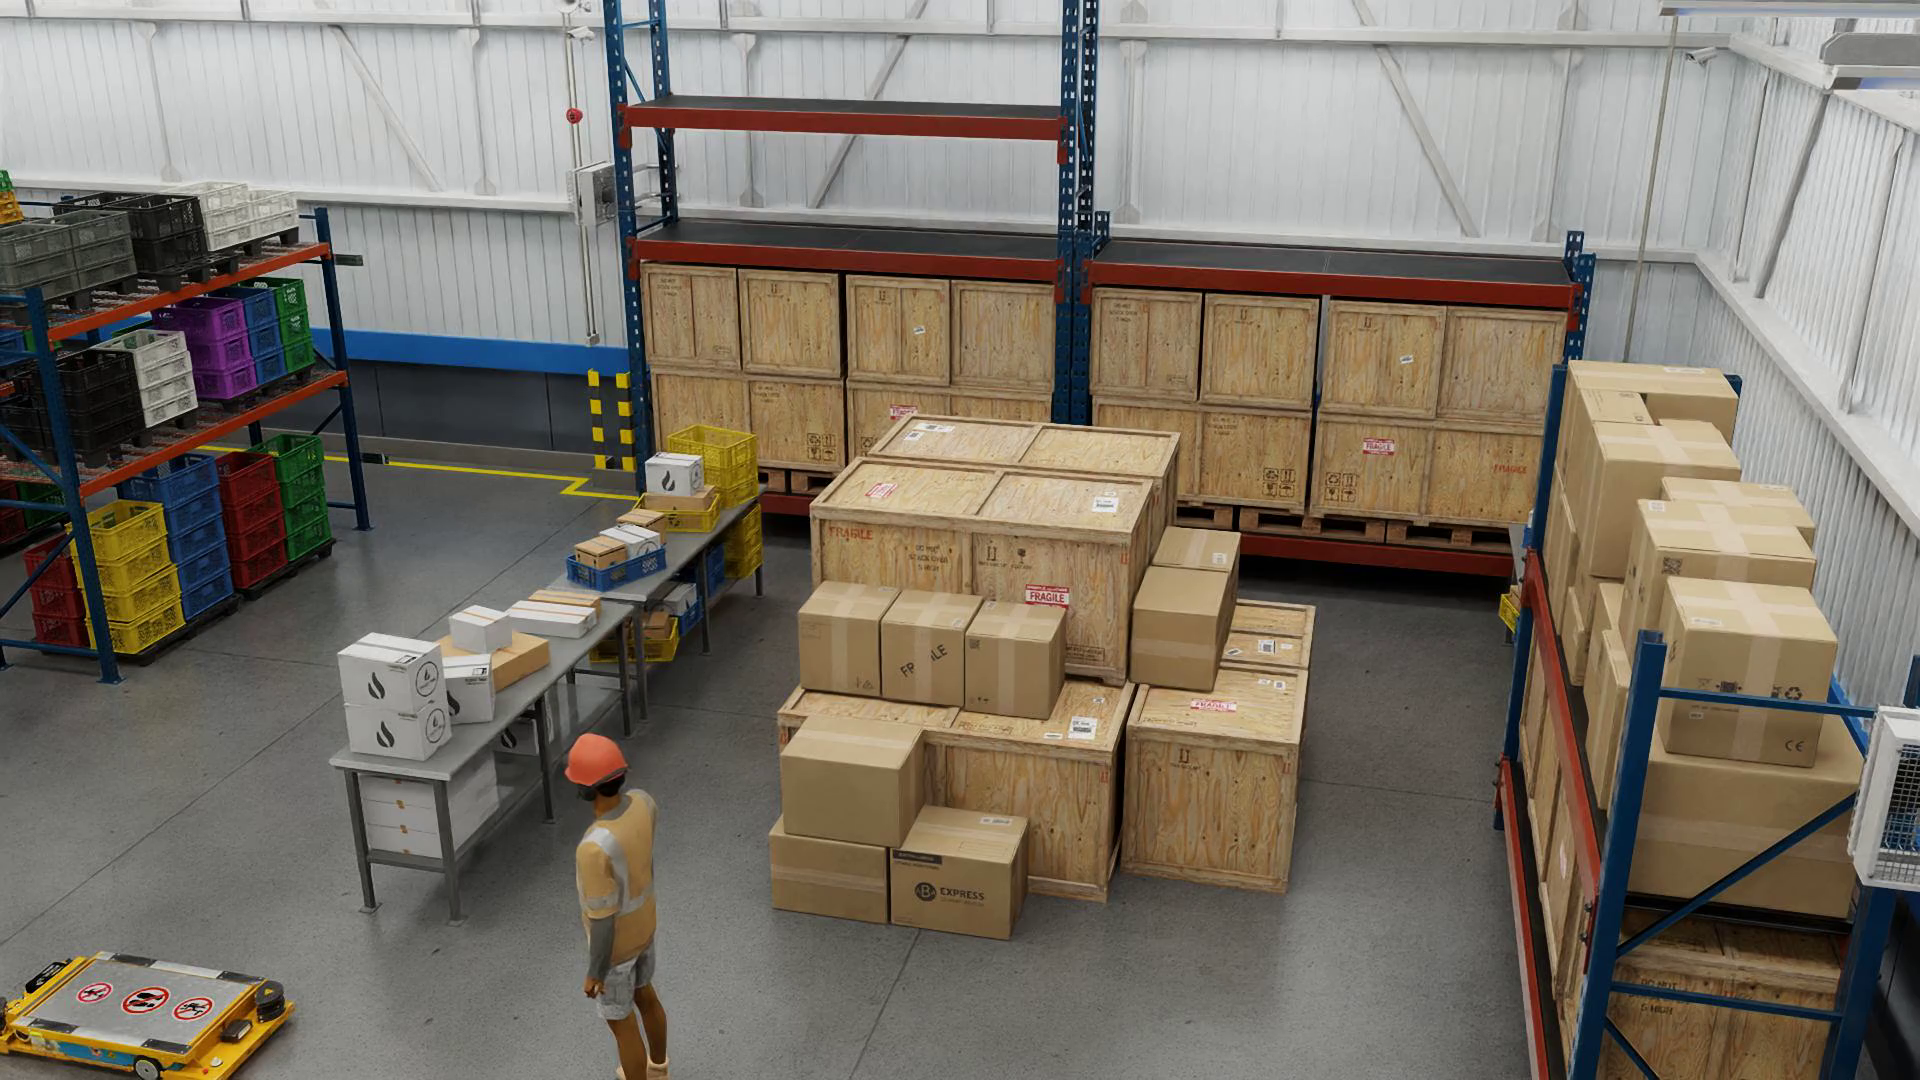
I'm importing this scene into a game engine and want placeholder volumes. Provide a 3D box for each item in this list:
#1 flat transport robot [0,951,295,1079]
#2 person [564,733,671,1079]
[{"bbox_3d":[-4.270,2.464,8.601,1.431,0.231,0.659,5,22,13],"label":"flat transport robot"},{"bbox_3d":[-1.615,1.835,7.769,0.385,2.037,0.613,5,21,12],"label":"person"}]
